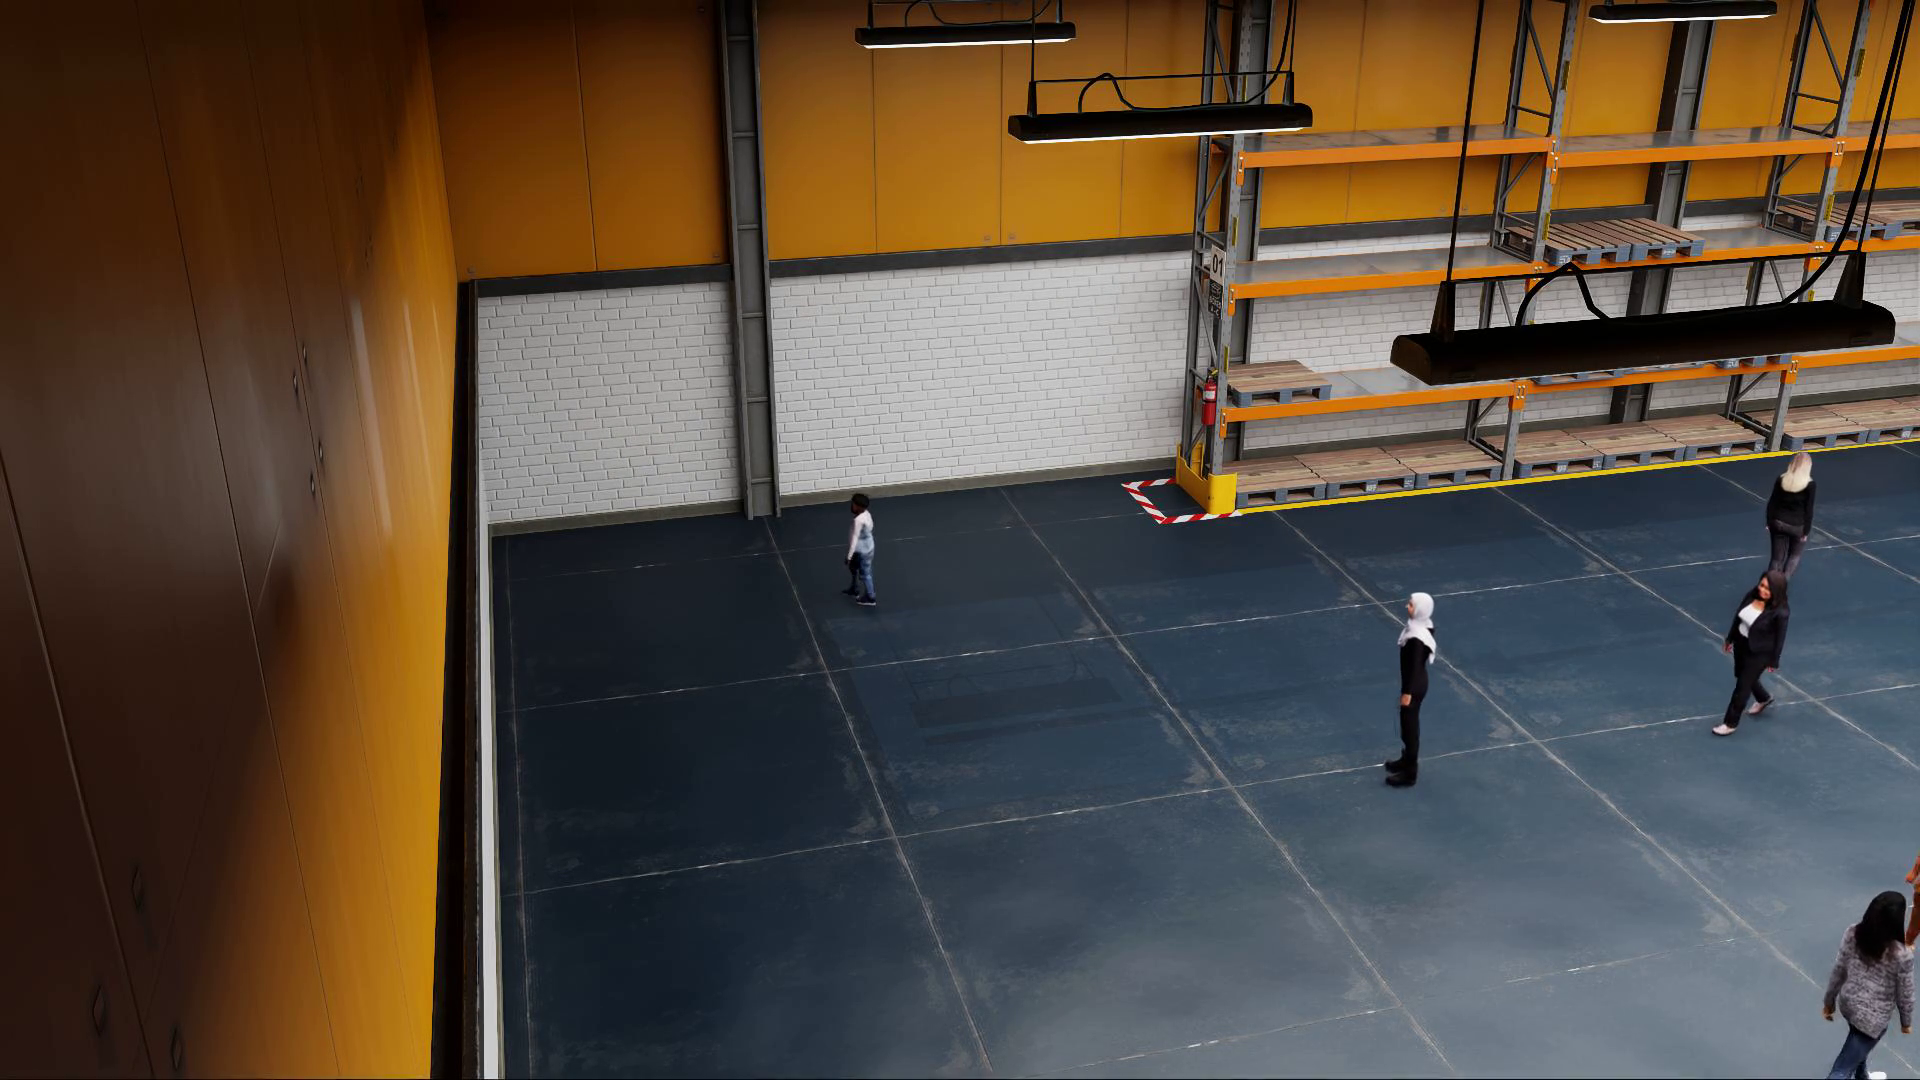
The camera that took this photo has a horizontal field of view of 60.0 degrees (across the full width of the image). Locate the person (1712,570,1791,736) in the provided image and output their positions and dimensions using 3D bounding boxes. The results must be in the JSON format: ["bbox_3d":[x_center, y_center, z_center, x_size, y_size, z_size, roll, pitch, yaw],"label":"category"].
[{"bbox_3d":[7.264,0.986,15.118,1.038,1.588,0.666,-8,25,-17],"label":"person"}]

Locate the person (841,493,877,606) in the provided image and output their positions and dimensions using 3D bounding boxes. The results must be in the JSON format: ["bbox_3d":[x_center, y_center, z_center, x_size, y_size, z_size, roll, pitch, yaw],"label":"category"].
[{"bbox_3d":[-0.980,0.105,17.560,0.725,1.247,0.631,4,24,10],"label":"person"}]

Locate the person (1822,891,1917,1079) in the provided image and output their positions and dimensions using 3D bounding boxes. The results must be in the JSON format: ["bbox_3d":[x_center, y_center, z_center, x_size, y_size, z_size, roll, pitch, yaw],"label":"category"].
[{"bbox_3d":[5.594,2.999,10.395,1.260,1.683,0.762,-11,26,-24],"label":"person"}]

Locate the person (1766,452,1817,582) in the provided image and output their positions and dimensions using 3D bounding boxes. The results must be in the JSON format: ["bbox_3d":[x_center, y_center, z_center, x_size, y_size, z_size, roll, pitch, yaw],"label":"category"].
[{"bbox_3d":[8.673,-0.092,17.477,0.732,1.674,0.755,20,30,38],"label":"person"}]

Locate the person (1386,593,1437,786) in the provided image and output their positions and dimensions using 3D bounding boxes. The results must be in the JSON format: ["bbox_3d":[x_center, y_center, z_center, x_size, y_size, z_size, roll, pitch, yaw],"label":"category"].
[{"bbox_3d":[3.888,1.266,14.243,0.695,1.777,0.680,7,25,15],"label":"person"}]
